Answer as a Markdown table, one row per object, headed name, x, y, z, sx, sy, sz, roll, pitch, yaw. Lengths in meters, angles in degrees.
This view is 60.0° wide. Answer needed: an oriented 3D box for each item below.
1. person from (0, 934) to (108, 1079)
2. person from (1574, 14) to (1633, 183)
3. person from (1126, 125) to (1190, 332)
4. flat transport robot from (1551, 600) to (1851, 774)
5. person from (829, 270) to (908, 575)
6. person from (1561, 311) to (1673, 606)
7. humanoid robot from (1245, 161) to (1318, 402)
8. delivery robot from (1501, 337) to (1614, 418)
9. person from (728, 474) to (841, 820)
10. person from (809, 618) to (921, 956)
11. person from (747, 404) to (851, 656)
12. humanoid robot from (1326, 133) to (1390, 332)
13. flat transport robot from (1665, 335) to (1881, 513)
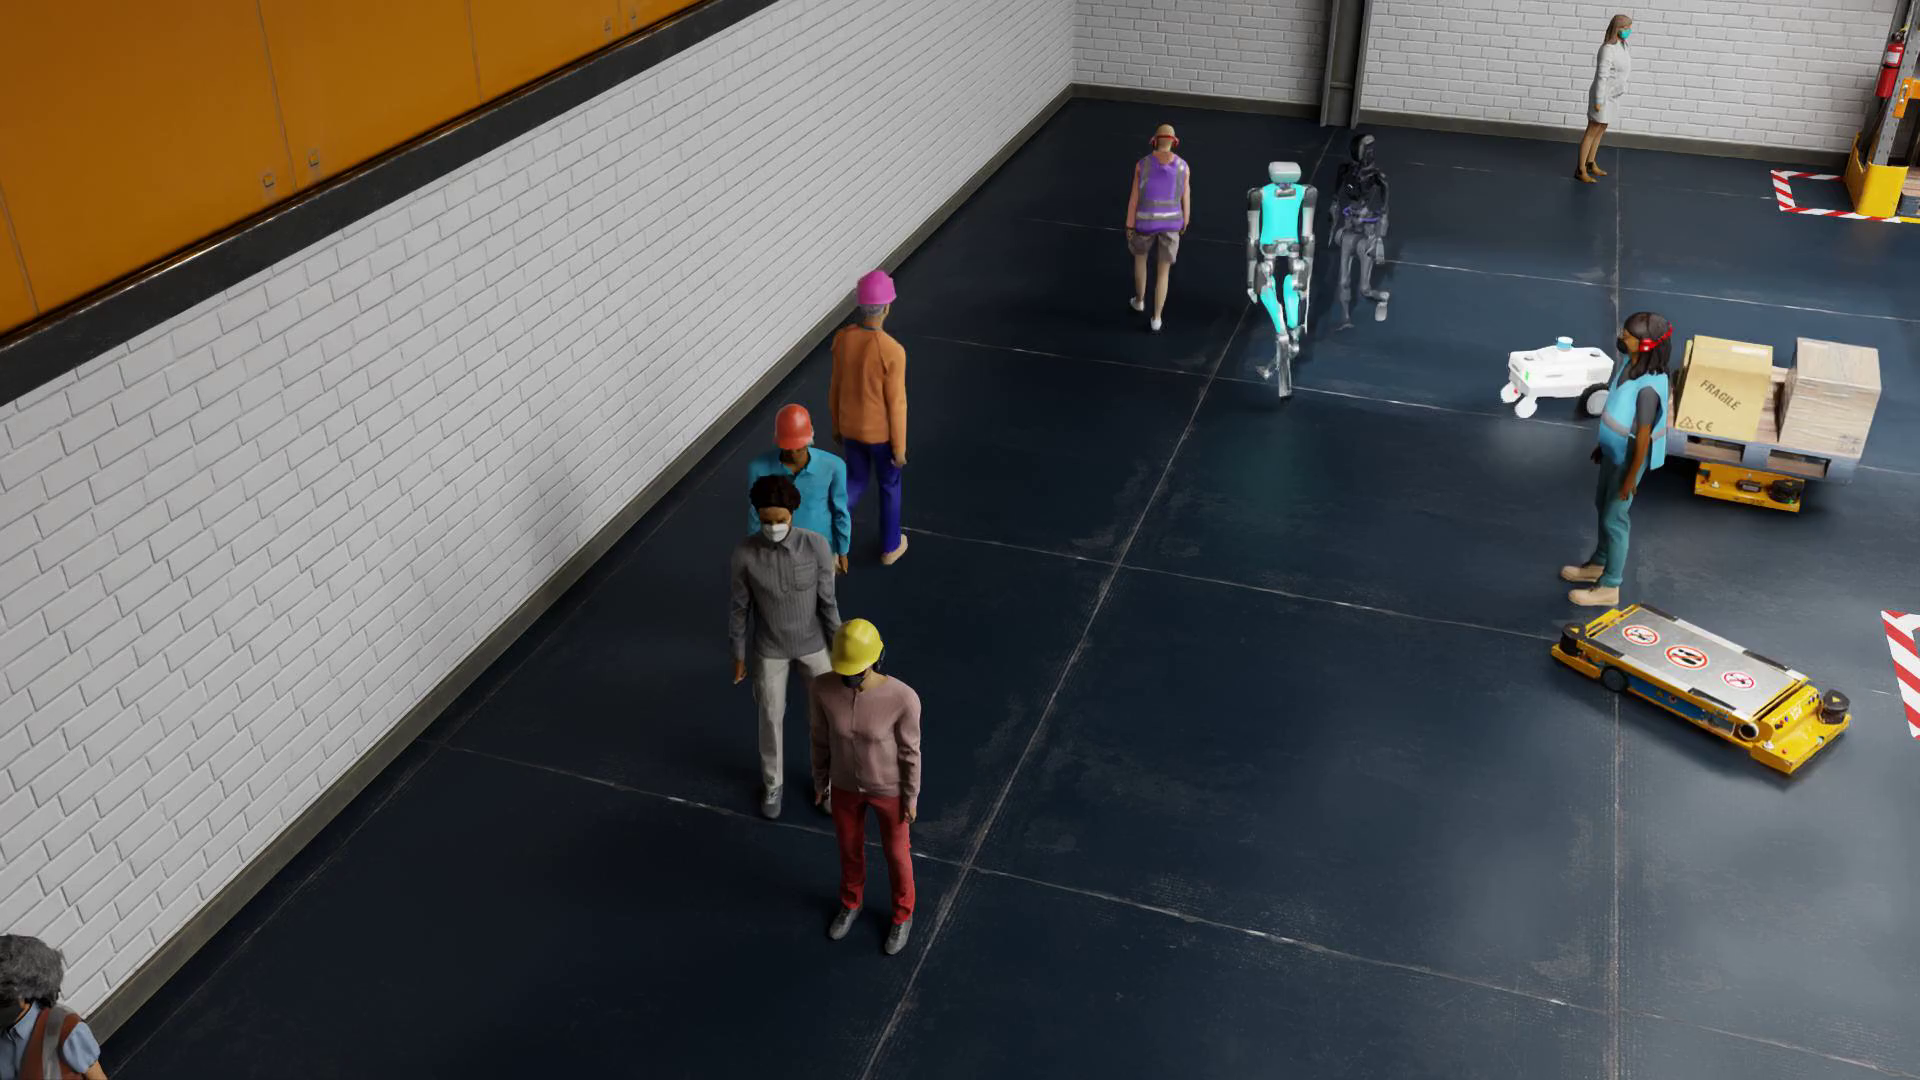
| name | x | y | z | sx | sy | sz | roll | pitch | yaw |
| --- | --- | --- | --- | --- | --- | --- | --- | --- | --- |
| person | -3.118 | 2.036 | 5.756 | 0.437 | 1.690 | 0.316 | -1 | 30 | -1 |
| person | 6.562 | -4.478 | 16.868 | 0.336 | 1.659 | 0.499 | 23 | 38 | 34 |
| person | 1.617 | -2.592 | 13.642 | 0.525 | 1.665 | 0.722 | 2 | 30 | 3 |
| flat transport robot | 4.125 | 0.776 | 9.304 | 0.659 | 0.231 | 1.431 | -23 | 37 | -34 |
| person | -0.600 | -0.647 | 10.071 | 0.539 | 1.950 | 0.743 | 16 | 34 | 26 |
| person | 3.939 | -0.473 | 9.867 | 0.390 | 1.859 | 0.521 | 3 | 31 | 4 |
| humanoid robot | 2.437 | -1.829 | 12.352 | 0.533 | 1.769 | 0.989 | -4 | 31 | -6 |
| delivery robot | 4.499 | -1.223 | 12.430 | 0.775 | 0.601 | 0.499 | -4 | 31 | -7 |
| person | -0.844 | 0.514 | 8.154 | 0.578 | 1.895 | 0.442 | -4 | 31 | -6 |
| person | -0.415 | 1.085 | 7.311 | 0.516 | 1.756 | 0.339 | 8 | 31 | 14 |
| person | -0.874 | 0.040 | 9.104 | 0.561 | 1.742 | 0.356 | -1 | 30 | -1 |
| humanoid robot | 3.304 | -2.518 | 13.530 | 0.542 | 1.637 | 0.612 | -22 | 37 | -32 |
| flat transport robot | 5.570 | -0.635 | 11.705 | 0.659 | 0.231 | 1.431 | 13 | 33 | 20 |
